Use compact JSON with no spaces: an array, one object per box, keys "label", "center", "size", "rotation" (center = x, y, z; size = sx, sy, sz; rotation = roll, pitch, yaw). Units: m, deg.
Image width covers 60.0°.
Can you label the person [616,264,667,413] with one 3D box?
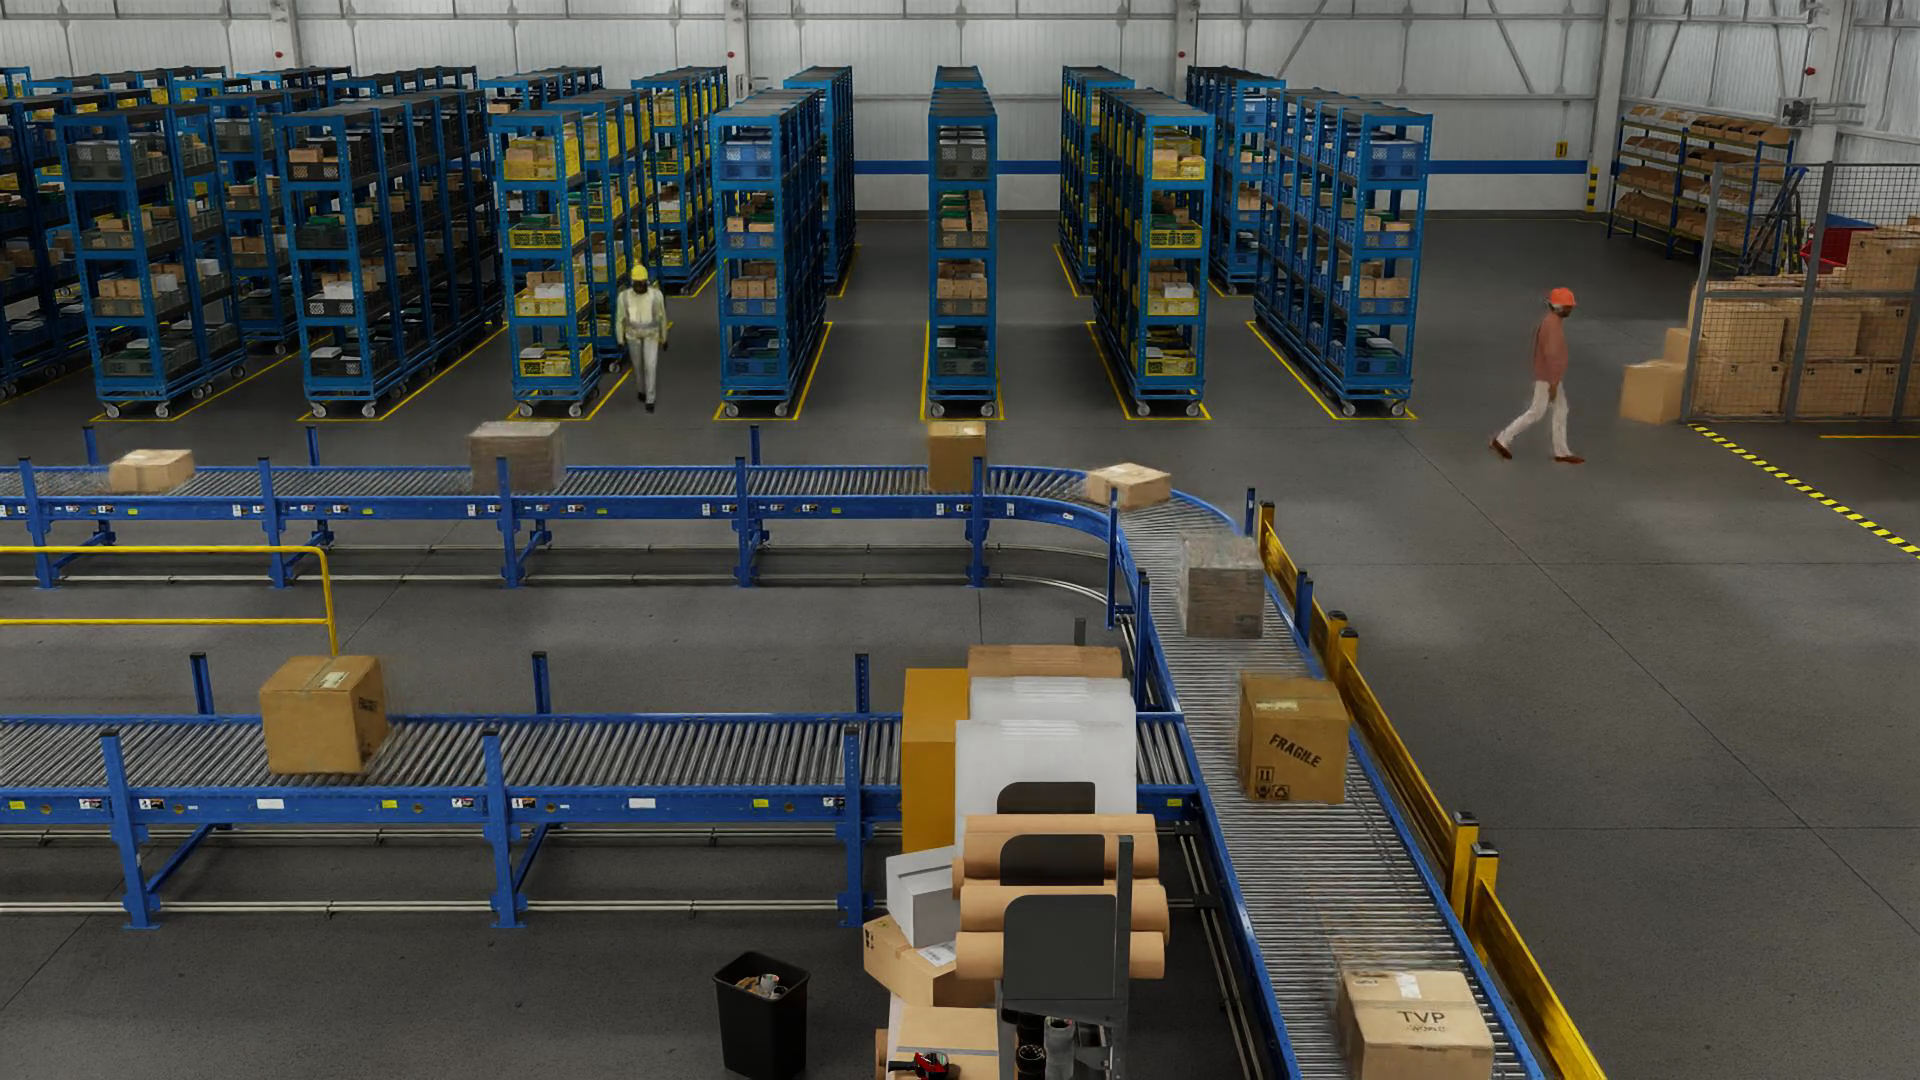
[{"label":"person","center":[-3.914,-2.523,20.507],"size":[0.600,1.792,0.911],"rotation":[-2,18,-5]}]

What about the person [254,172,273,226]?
[{"label":"person","center":[-14.113,-6.822,33.658],"size":[0.389,1.850,0.563],"rotation":[-3,18,-10]}]

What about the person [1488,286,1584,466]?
[{"label":"person","center":[6.281,-1.764,17.920],"size":[0.963,1.958,0.630],"rotation":[6,19,18]}]
